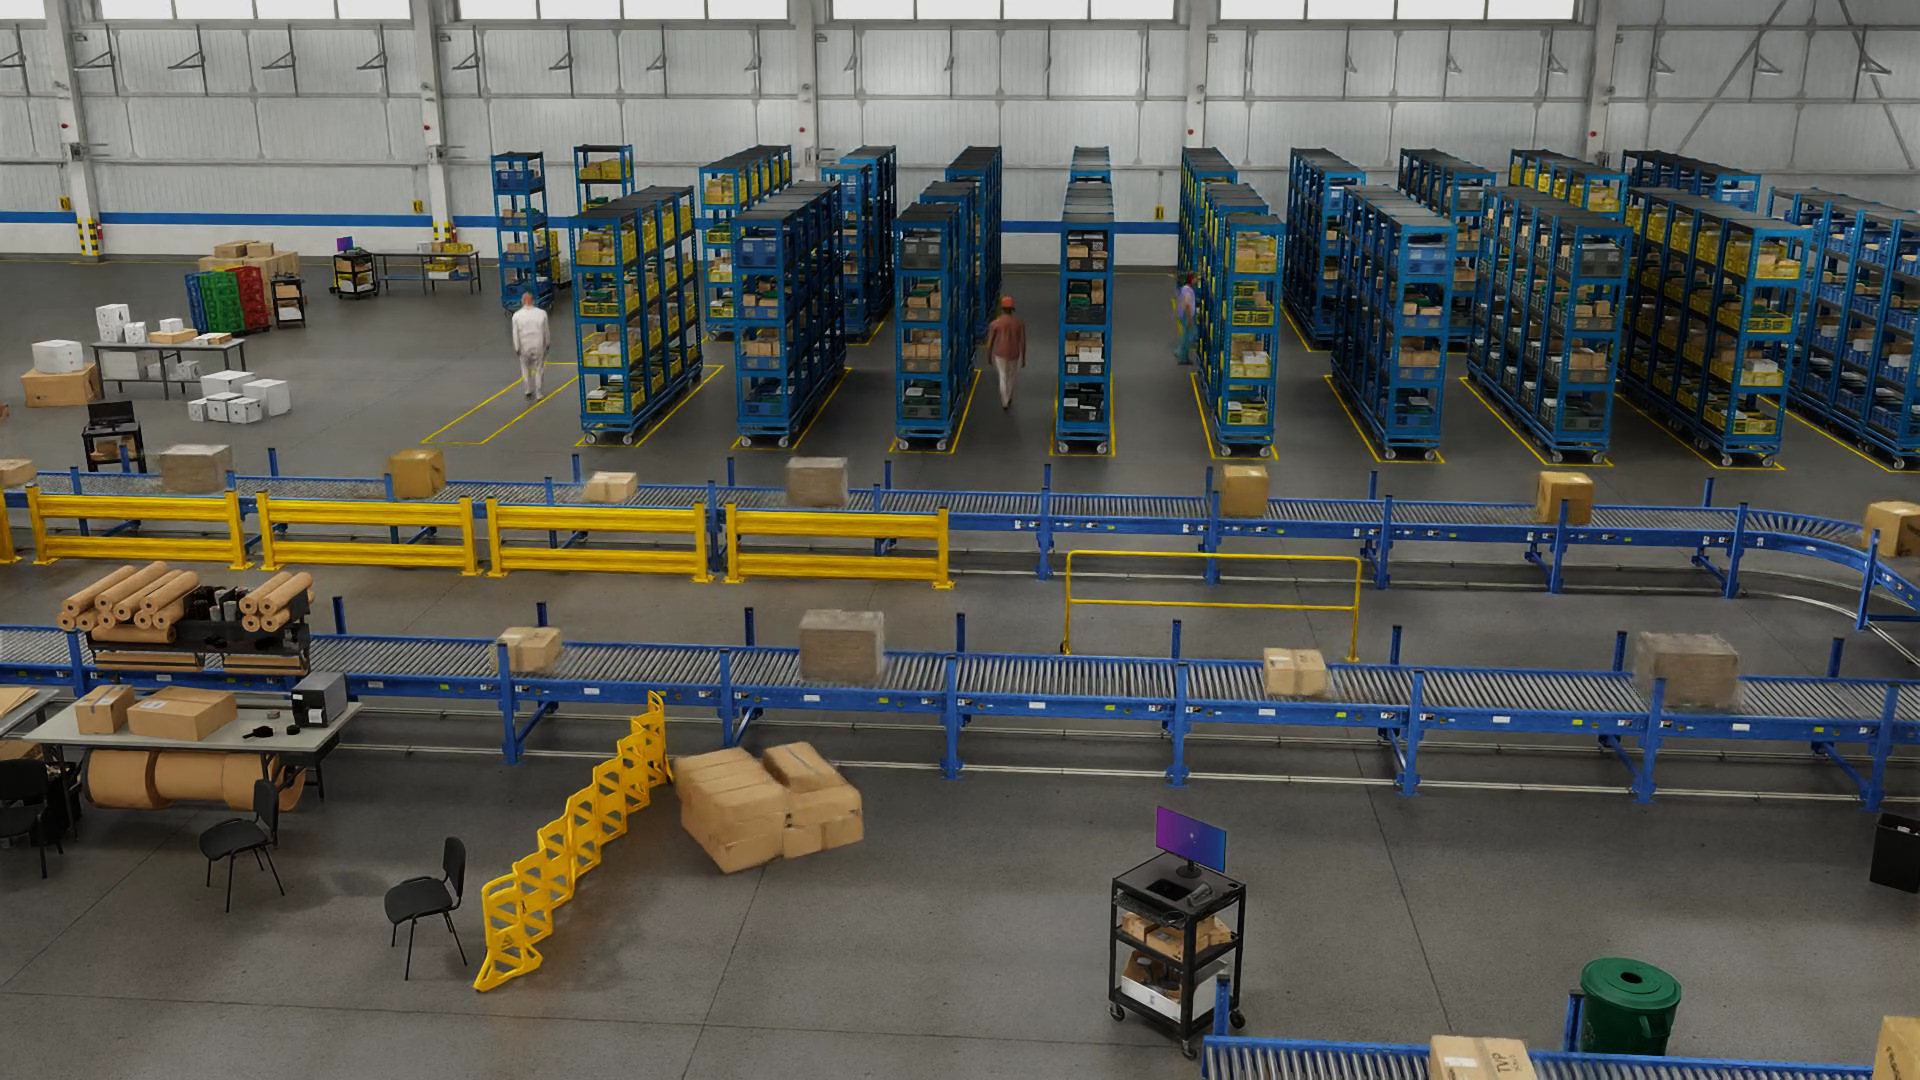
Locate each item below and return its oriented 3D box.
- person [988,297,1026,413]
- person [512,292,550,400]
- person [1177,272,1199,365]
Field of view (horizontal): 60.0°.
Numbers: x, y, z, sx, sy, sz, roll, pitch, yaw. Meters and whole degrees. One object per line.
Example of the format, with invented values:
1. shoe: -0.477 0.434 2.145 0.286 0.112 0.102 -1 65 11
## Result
1. person: 0.795 -3.173 28.453 0.633 1.947 1.016 -1 18 -4
2. person: -7.573 -3.457 29.470 0.637 1.866 0.887 -5 18 -15
3. person: 4.425 -4.279 32.147 0.473 1.824 0.592 3 18 9
